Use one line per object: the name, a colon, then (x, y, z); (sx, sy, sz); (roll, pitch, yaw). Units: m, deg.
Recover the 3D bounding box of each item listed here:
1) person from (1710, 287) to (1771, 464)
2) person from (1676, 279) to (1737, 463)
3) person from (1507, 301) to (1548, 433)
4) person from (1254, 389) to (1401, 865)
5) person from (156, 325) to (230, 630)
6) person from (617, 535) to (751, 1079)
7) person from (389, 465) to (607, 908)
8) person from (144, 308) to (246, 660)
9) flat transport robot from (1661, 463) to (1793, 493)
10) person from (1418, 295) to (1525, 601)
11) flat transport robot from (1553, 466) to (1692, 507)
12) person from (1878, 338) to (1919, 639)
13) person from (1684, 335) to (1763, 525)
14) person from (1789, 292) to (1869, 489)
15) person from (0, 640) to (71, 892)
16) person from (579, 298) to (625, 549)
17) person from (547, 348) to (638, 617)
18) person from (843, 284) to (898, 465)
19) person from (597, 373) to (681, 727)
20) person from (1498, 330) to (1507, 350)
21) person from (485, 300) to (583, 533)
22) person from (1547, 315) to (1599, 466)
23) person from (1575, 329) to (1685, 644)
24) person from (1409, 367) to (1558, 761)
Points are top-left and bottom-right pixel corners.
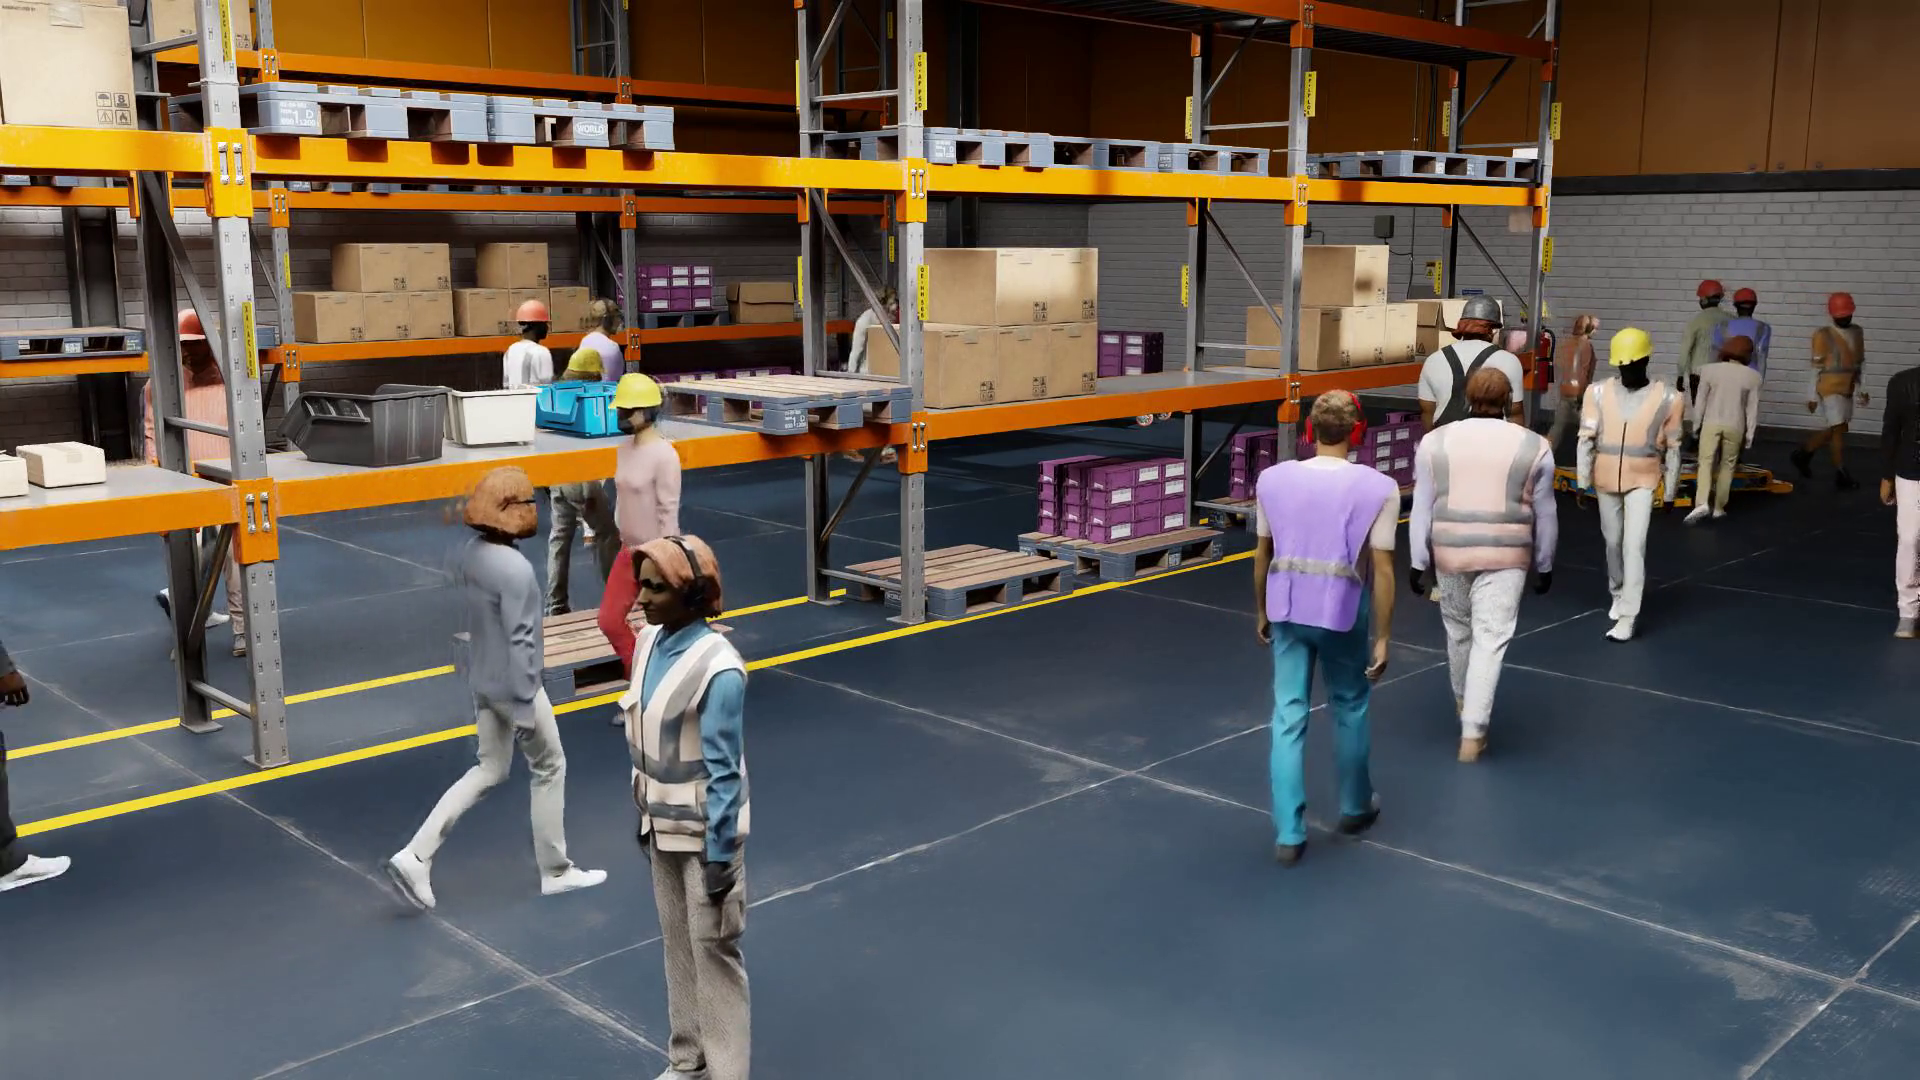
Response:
person: (7.985, -1.648, 17.090); (0.555, 1.886, 0.988); (5, 12, 27)
person: (7.888, -1.755, 17.464); (0.625, 1.961, 0.947); (-2, 11, -11)
person: (5.951, -1.642, 17.462); (0.786, 1.732, 0.365); (-4, 11, -22)
person: (1.441, 0.312, 6.558); (0.592, 1.807, 0.860); (5, 11, 25)
person: (-4.611, -0.355, 9.956); (0.637, 1.903, 0.592); (4, 11, 19)
person: (-0.720, 0.791, 4.448); (0.320, 1.638, 0.520); (-7, 12, -33)
person: (-1.665, 0.532, 5.915); (0.714, 1.605, 0.507); (-8, 13, -38)
person: (-4.297, -0.313, 9.474); (0.611, 1.996, 0.379); (-3, 11, -17)
flat transport robot: (6.971, -0.577, 15.620); (1.431, 0.197, 0.652); (-1, 11, -8)
person: (3.366, -0.593, 10.876); (0.674, 2.000, 0.535); (7, 13, 35)
flat transport robot: (5.986, -0.501, 15.205); (0.652, 0.197, 1.431); (-2, 11, -8)
person: (5.869, -0.402, 10.011); (0.629, 1.975, 0.590); (7, 13, 35)
person: (6.388, -0.918, 13.902); (0.534, 1.582, 0.796); (5, 11, 23)
person: (8.329, -1.442, 15.957); (0.609, 1.882, 0.738); (-4, 11, -22)
person: (-3.505, 0.410, 5.839); (0.806, 1.889, 0.593); (-9, 14, -41)
person: (-2.655, -0.889, 12.792); (0.655, 1.920, 0.644); (-7, 12, -32)
person: (-2.314, -0.346, 10.432); (0.481, 1.702, 0.780); (8, 13, 38)
person: (-0.878, -1.741, 17.538); (0.957, 1.883, 0.651); (5, 11, 25)
person: (-1.541, 0.078, 7.977); (0.449, 1.751, 0.546); (-9, 14, -41)
person: (6.231, -1.950, 19.435); (0.526, 1.623, 0.596); (-6, 12, -30)
person: (-3.467, -0.972, 13.375); (0.979, 1.897, 0.552); (-8, 13, -39)
person: (6.334, -1.482, 16.925); (0.843, 1.591, 0.527); (-1, 10, -6)
person: (4.069, -0.357, 10.136); (0.579, 1.861, 0.969); (8, 13, 36)
person: (2.487, 0.079, 7.885); (0.653, 1.790, 0.941); (5, 12, 26)
